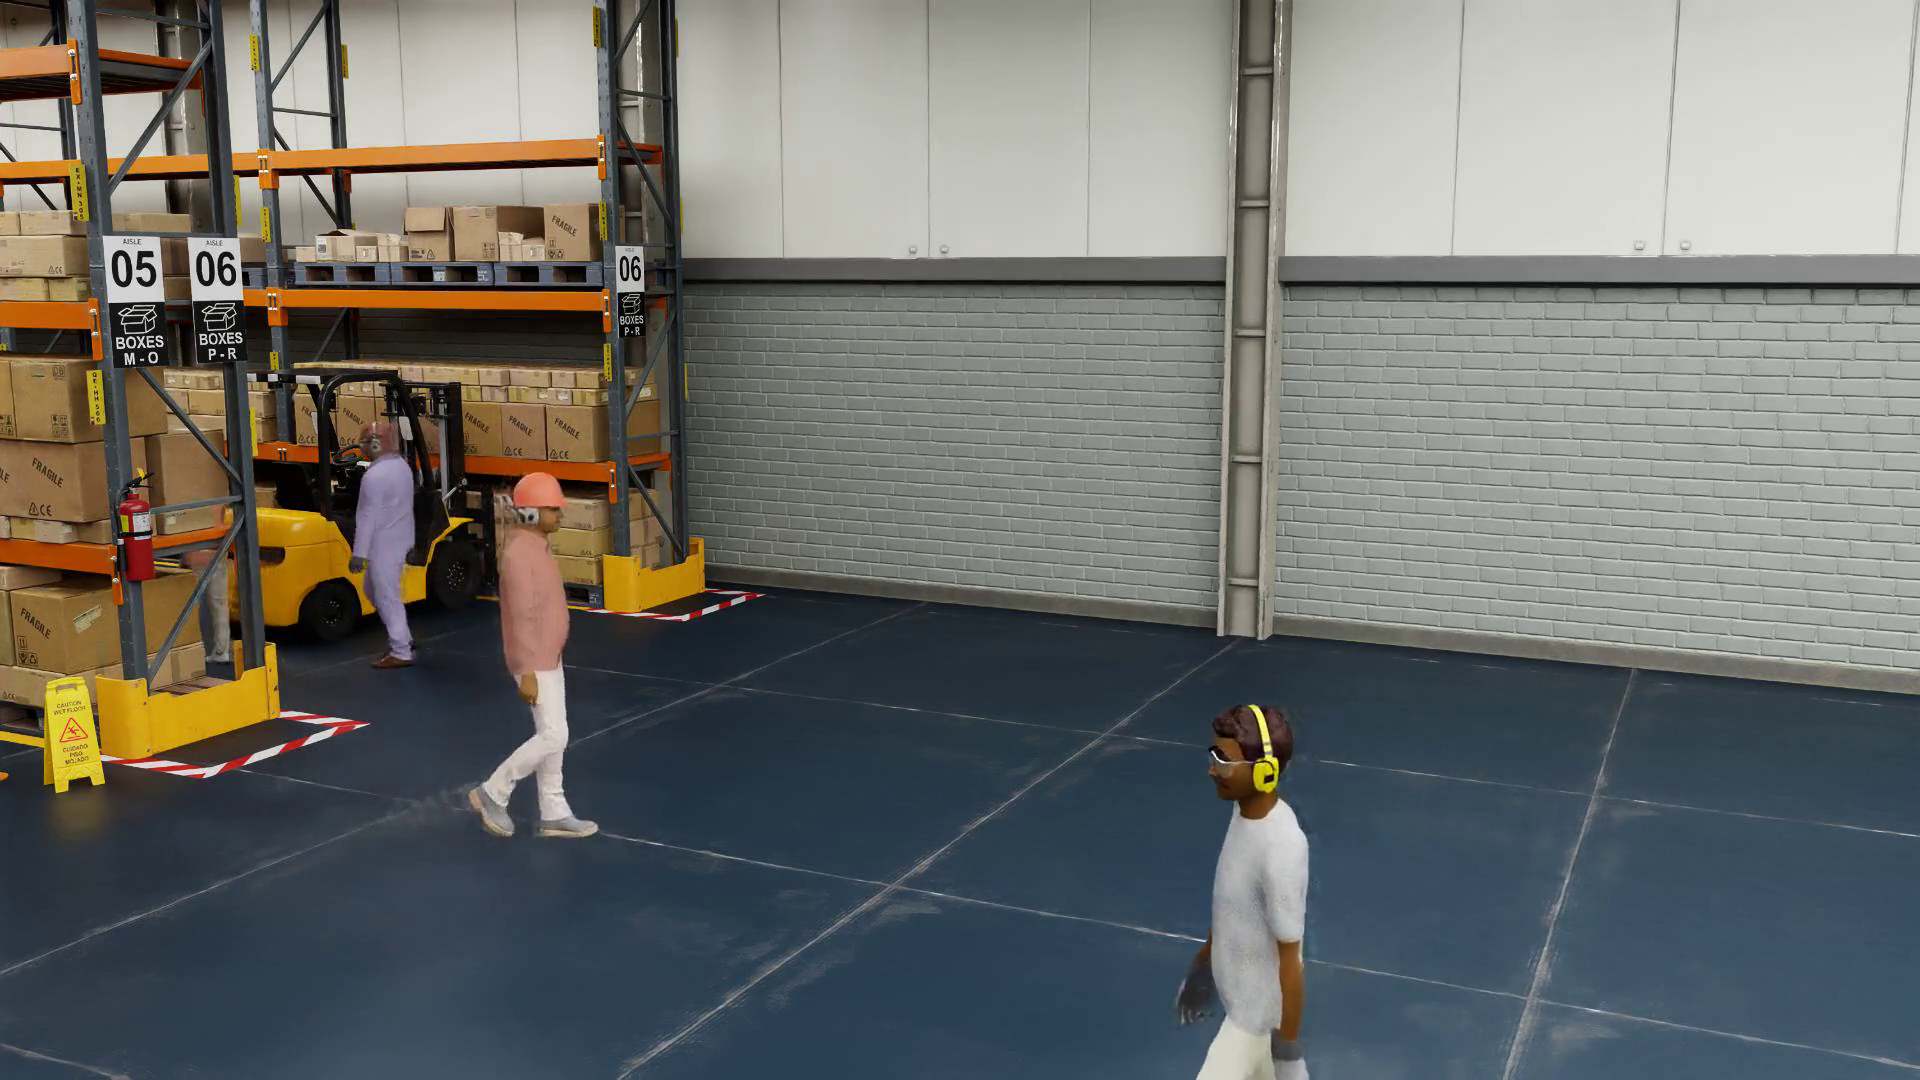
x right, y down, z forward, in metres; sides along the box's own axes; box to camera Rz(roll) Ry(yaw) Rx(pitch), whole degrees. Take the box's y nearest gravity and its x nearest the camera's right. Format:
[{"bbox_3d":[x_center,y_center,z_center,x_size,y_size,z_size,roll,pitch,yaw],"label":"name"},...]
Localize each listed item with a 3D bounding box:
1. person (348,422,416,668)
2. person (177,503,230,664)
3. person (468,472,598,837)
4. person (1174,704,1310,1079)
[{"bbox_3d":[-4.379,0.047,12.600,0.441,1.886,0.649,-1,9,-5],"label":"person"},{"bbox_3d":[-5.858,0.152,12.758,0.567,1.615,0.533,4,10,22],"label":"person"},{"bbox_3d":[-2.248,0.626,8.753,0.540,1.983,0.634,0,9,-1],"label":"person"},{"bbox_3d":[0.852,1.348,4.825,0.927,1.830,0.529,1,9,4],"label":"person"}]
